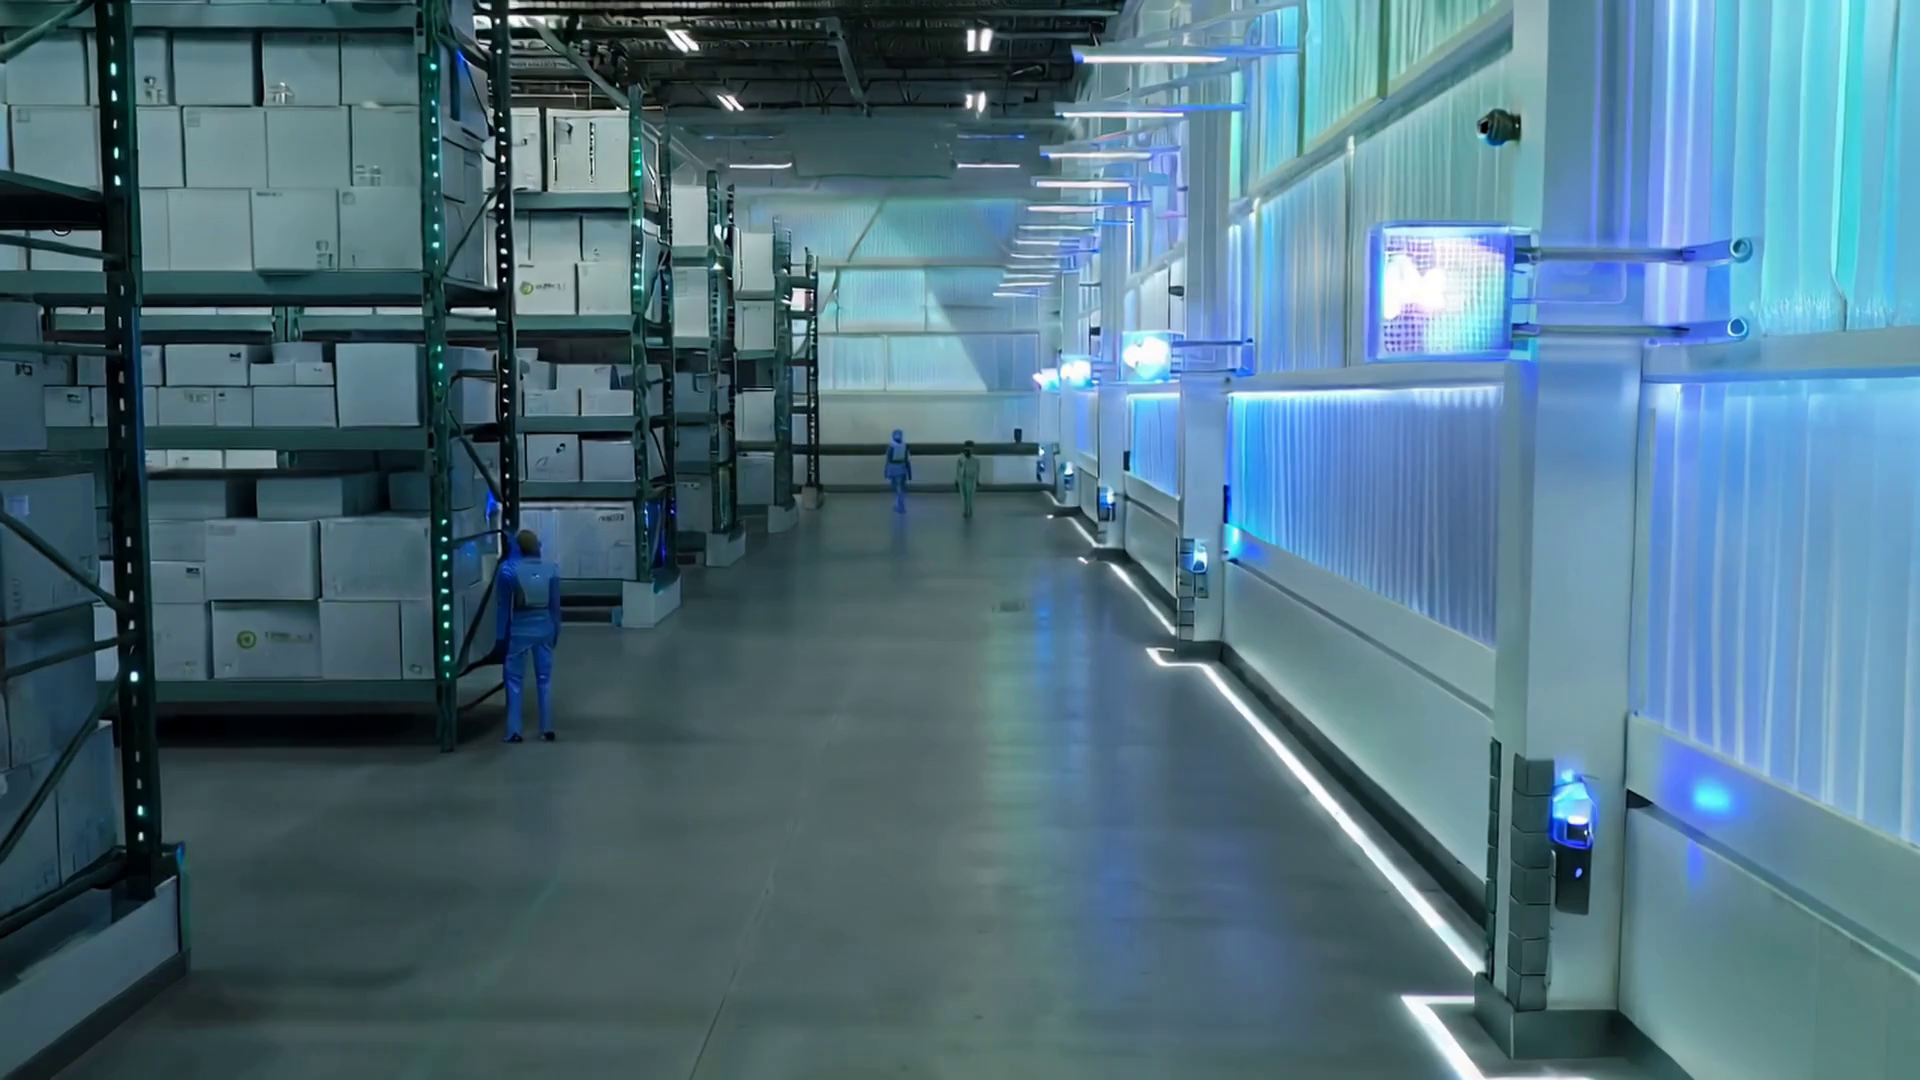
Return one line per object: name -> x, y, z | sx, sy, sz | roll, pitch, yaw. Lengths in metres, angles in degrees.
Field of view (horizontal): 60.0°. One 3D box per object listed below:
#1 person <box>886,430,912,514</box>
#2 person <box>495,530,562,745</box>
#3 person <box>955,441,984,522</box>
person -> -1.402, -1.536, 37.567 | 0.536, 1.871, 1.033 | -2, 5, -21
person -> -3.243, 0.737, 12.554 | 0.528, 1.627, 0.319 | -4, 6, -38
person -> 0.199, -1.240, 35.169 | 0.581, 1.701, 0.915 | -1, 5, -15
